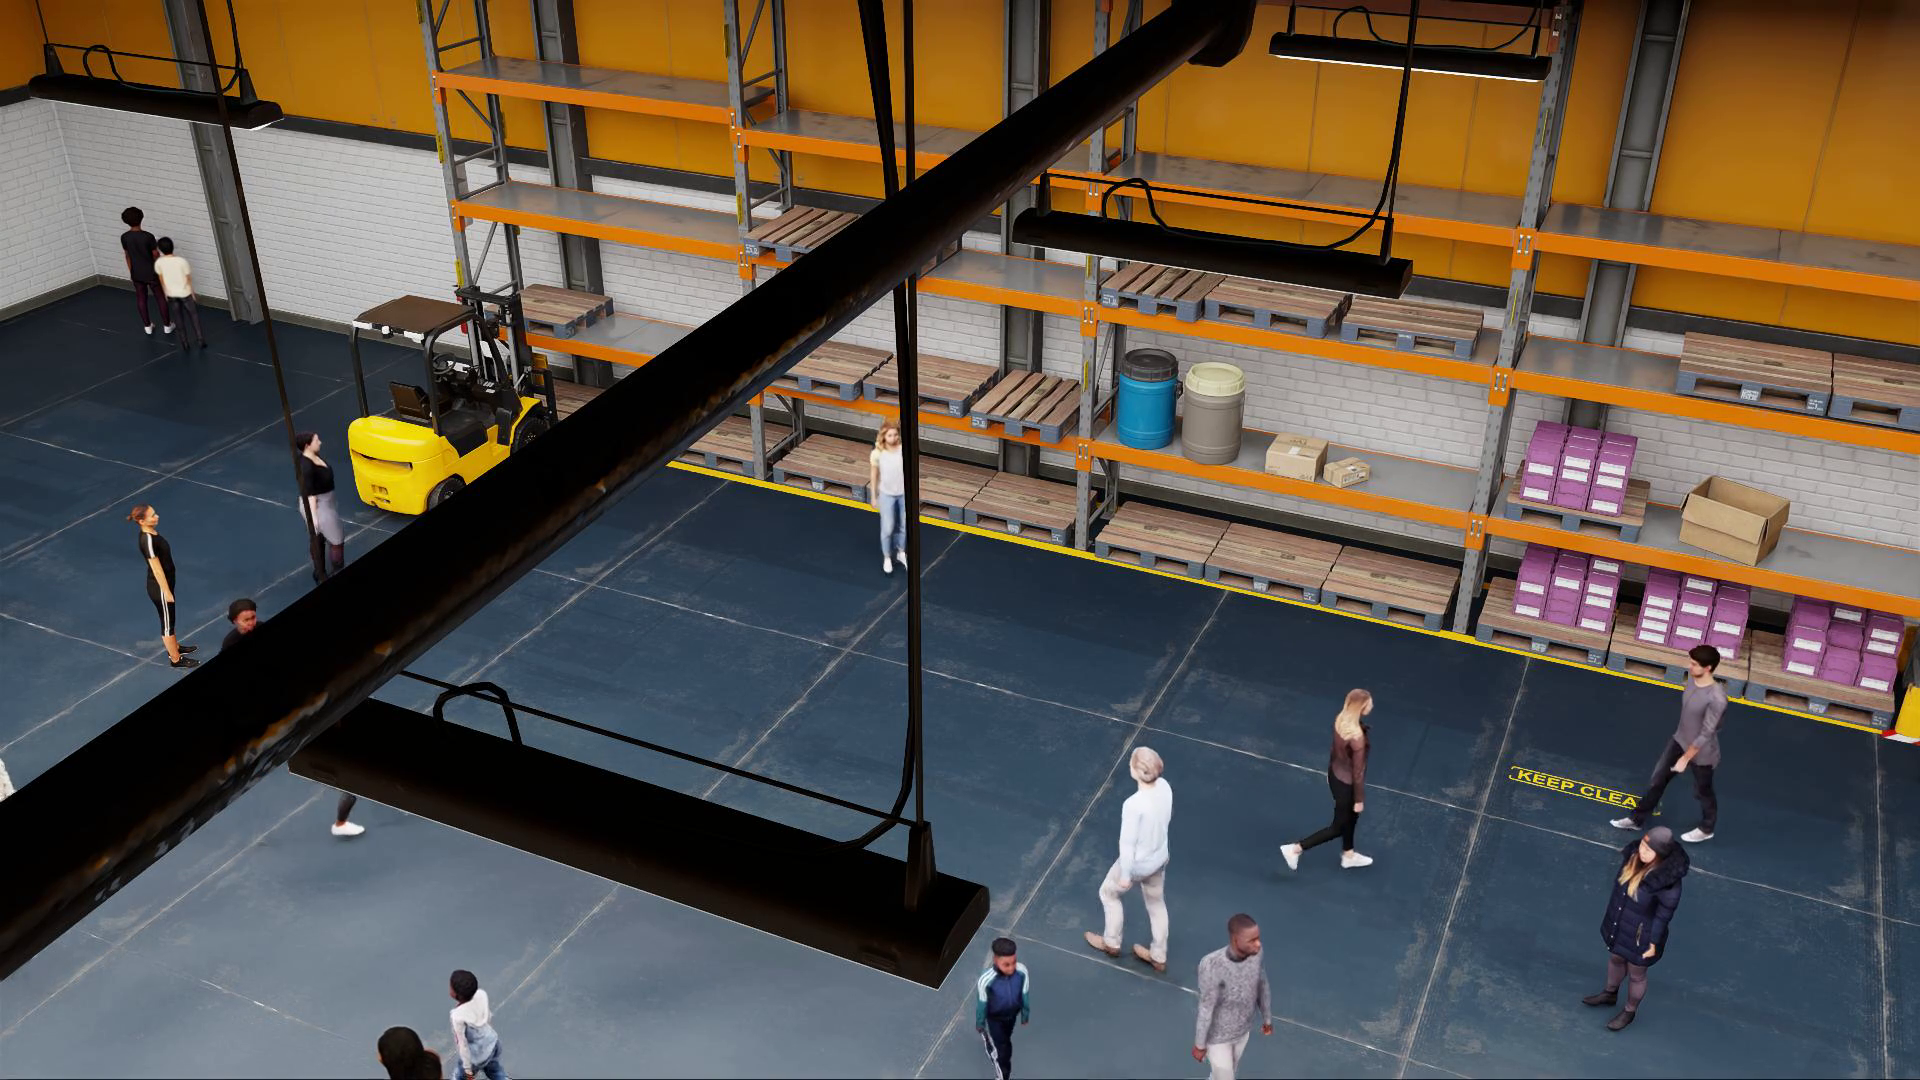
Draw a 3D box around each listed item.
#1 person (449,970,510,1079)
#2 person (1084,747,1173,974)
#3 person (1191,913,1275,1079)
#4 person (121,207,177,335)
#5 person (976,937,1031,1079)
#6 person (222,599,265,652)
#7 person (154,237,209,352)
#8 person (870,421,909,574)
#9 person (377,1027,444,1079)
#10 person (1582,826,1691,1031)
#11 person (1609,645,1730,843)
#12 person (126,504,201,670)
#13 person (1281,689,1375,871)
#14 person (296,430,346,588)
[{"bbox_3d":[-3.066,3.303,10.720,0.851,1.226,0.525,14,32,24],"label":"person"},{"bbox_3d":[1.369,2.332,11.827,0.867,1.870,0.982,-25,38,-38],"label":"person"},{"bbox_3d":[1.632,3.059,10.537,0.819,1.829,0.791,-23,36,-35],"label":"person"},{"bbox_3d":[-11.300,-3.736,23.044,0.682,1.782,0.765,-6,29,-10],"label":"person"},{"bbox_3d":[0.264,3.104,11.080,0.862,1.231,0.946,-12,31,-21],"label":"person"},{"bbox_3d":[-6.016,1.186,14.153,0.778,1.655,0.937,-23,36,-36],"label":"person"},{"bbox_3d":[-10.559,-3.319,22.485,0.611,1.585,0.711,-5,29,-9],"label":"person"},{"bbox_3d":[-0.683,-0.473,17.137,0.713,1.710,0.775,-10,30,-17],"label":"person"},{"bbox_3d":[-3.123,3.528,9.691,0.722,1.815,0.732,4,29,7],"label":"person"},{"bbox_3d":[4.670,2.646,11.457,0.860,1.674,0.799,-10,30,-18],"label":"person"},{"bbox_3d":[5.921,1.641,13.158,1.174,1.808,1.045,-5,29,-10],"label":"person"},{"bbox_3d":[-7.476,0.412,15.558,0.725,1.669,0.651,-12,31,-21],"label":"person"},{"bbox_3d":[2.894,1.899,12.816,1.109,1.684,0.920,-3,29,-5],"label":"person"},{"bbox_3d":[-6.558,-0.285,16.761,0.855,1.741,0.805,-8,30,-14],"label":"person"}]
